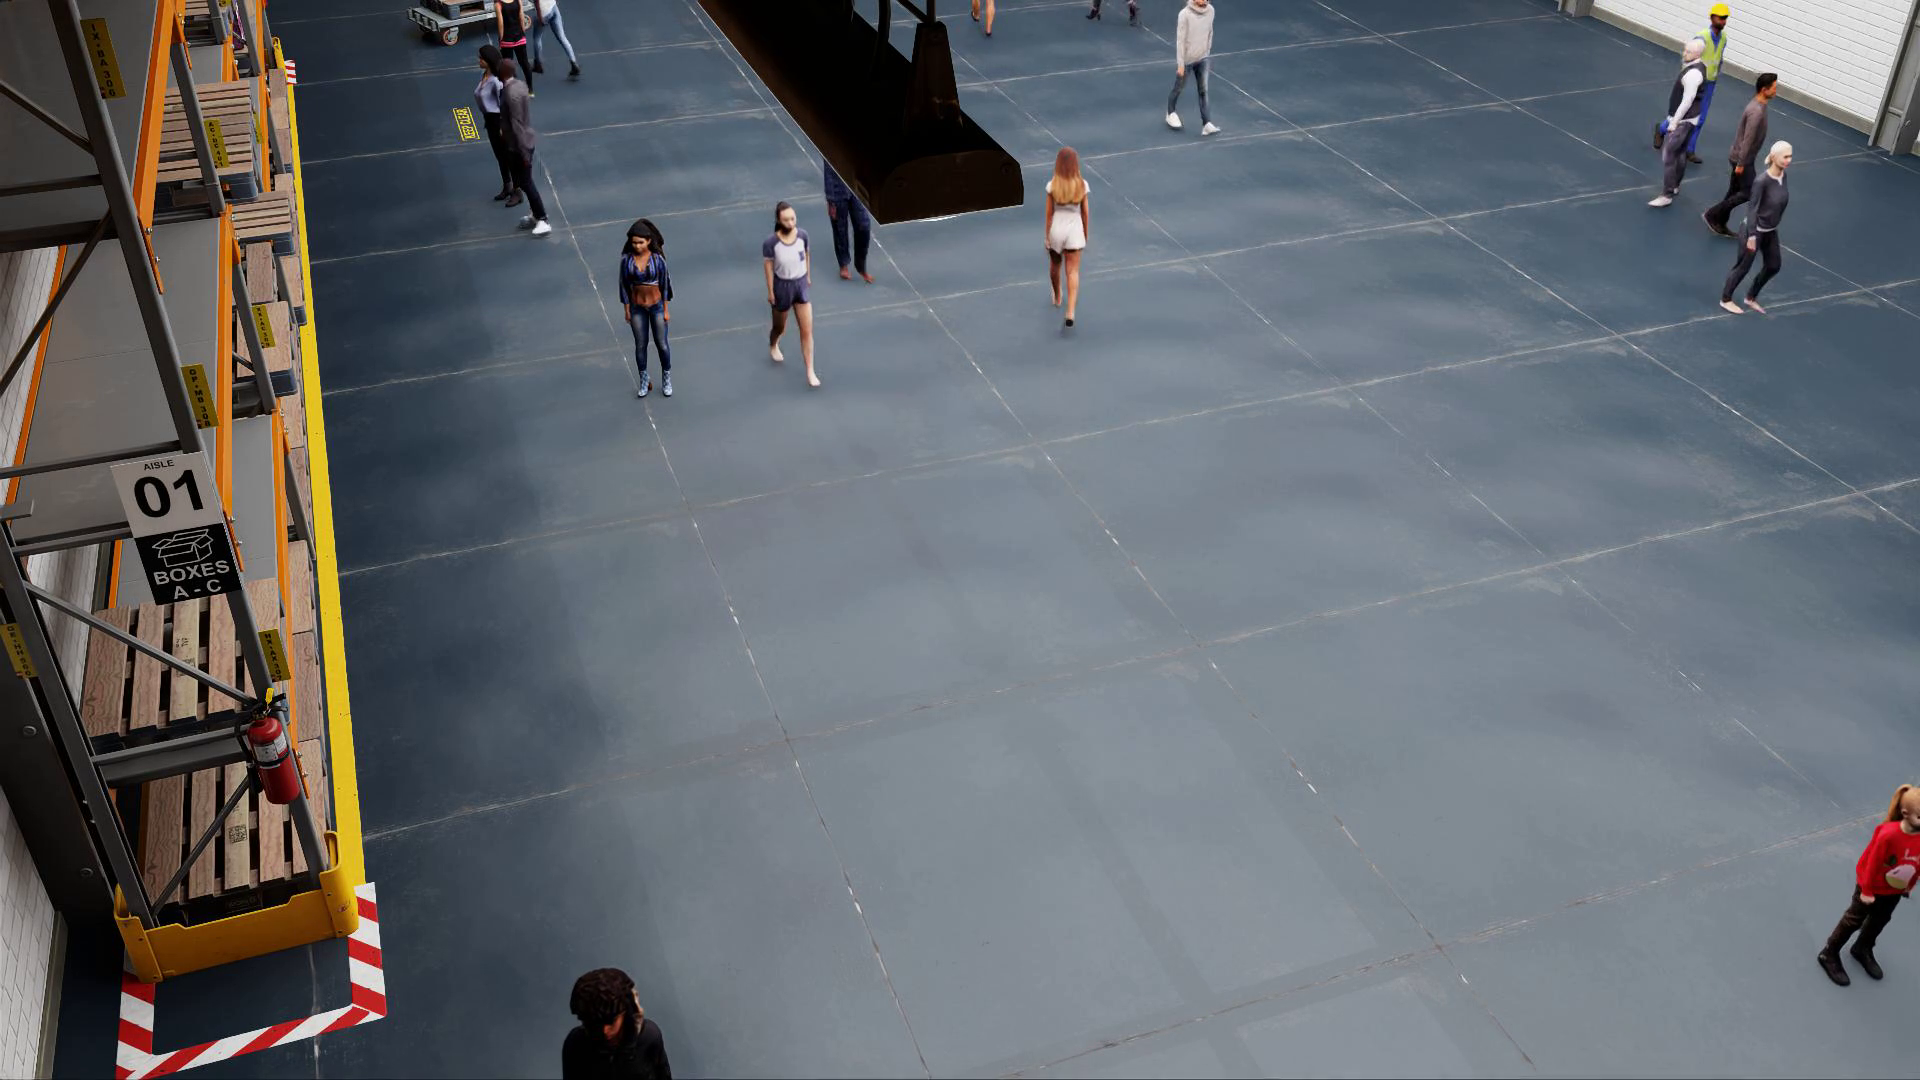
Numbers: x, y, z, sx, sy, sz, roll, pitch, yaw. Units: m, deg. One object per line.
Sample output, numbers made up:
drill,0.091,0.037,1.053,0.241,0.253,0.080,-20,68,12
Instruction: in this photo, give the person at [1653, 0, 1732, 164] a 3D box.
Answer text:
person,8.474,-5.288,19.199,0.732,1.801,0.936,-16,37,-22

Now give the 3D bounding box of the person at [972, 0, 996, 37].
person,0.362,-7.881,23.252,0.781,1.634,1.141,-3,34,-5

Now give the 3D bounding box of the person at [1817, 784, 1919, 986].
person,4.966,1.837,8.952,0.526,1.279,0.533,-6,34,-8

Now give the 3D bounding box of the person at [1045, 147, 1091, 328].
person,0.996,-2.818,15.607,0.834,1.665,1.174,0,34,0

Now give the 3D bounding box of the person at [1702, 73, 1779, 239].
person,8.057,-3.991,17.290,0.882,1.755,0.828,-16,37,-22

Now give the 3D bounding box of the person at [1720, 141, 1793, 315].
person,7.539,-2.987,15.822,0.703,1.708,0.702,-20,38,-27

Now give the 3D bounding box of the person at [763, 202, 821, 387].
person,-1.555,-2.220,14.756,0.680,1.610,1.068,-15,37,-22

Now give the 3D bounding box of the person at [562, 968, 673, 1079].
person,-1.503,2.566,7.402,0.612,1.781,0.585,-11,35,-16

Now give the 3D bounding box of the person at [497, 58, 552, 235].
person,-4.551,-4.112,17.447,0.972,1.783,0.626,-13,36,-18

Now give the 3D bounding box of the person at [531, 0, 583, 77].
person,-5.300,-6.820,21.617,1.159,1.677,1.053,18,37,24

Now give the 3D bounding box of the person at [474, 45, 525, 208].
person,-5.012,-4.505,18.073,0.780,1.744,0.612,-24,40,-31

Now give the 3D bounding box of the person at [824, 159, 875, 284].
person,-1.155,-3.461,16.451,0.657,1.802,0.727,-10,35,-15

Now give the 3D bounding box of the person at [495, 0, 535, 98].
person,-5.656,-6.346,21.016,0.629,1.553,0.613,28,43,35

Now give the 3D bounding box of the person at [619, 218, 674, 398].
person,-2.706,-2.000,14.420,0.665,1.616,0.640,-2,34,-3

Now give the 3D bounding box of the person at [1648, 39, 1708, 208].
person,7.875,-4.554,18.093,1.013,1.803,0.937,20,39,28

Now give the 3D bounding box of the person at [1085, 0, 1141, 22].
person,2.214,-8.229,23.699,1.162,1.719,0.995,22,39,29

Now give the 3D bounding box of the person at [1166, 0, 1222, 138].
person,2.731,-5.781,19.944,0.772,1.799,1.232,-15,36,-21
